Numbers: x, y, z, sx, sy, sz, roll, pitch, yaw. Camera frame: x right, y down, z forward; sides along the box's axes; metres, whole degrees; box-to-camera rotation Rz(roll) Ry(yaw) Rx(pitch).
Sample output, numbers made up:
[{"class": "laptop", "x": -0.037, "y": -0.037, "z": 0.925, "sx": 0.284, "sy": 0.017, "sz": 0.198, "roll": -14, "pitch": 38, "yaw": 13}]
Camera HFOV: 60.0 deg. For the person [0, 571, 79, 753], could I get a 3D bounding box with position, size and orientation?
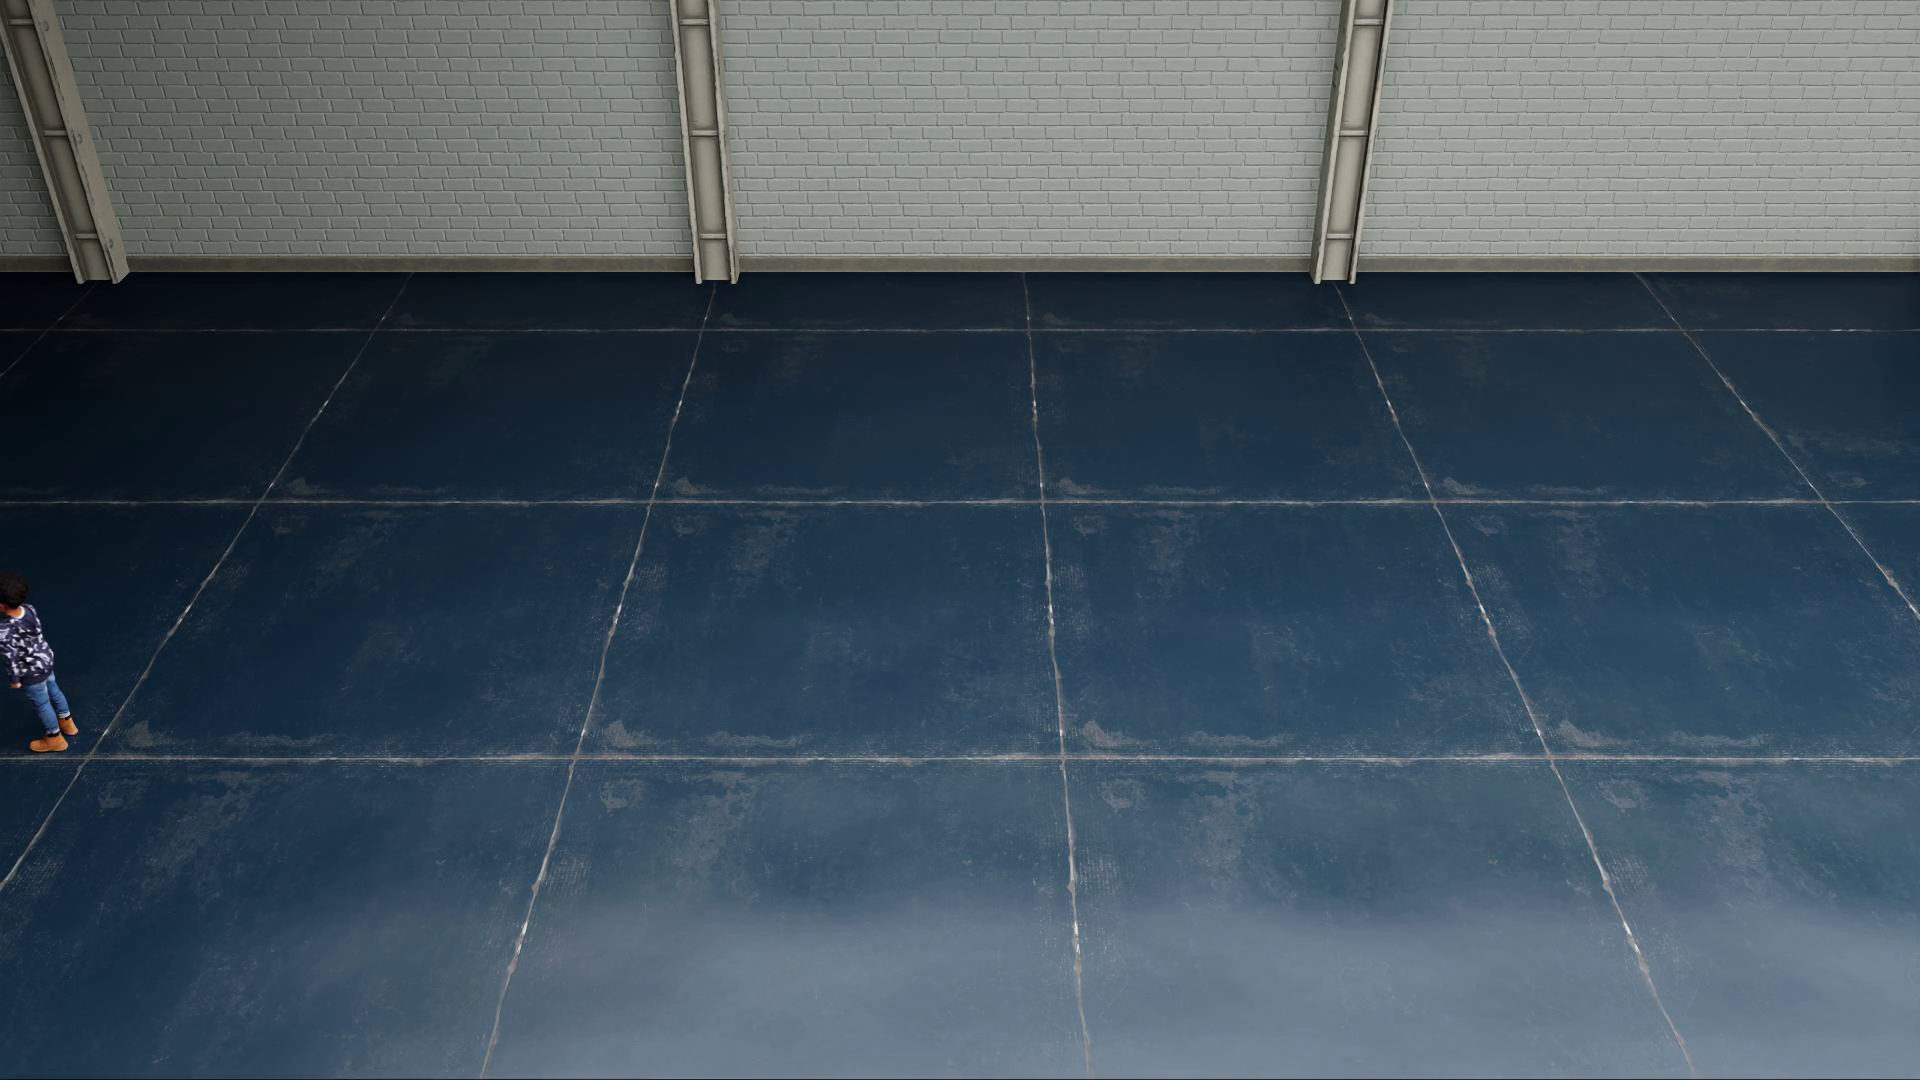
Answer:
[{"class": "person", "x": -5.610, "y": 0.723, "z": 10.029, "sx": 0.508, "sy": 1.251, "sz": 0.495, "roll": 1, "pitch": 33, "yaw": 2}]
